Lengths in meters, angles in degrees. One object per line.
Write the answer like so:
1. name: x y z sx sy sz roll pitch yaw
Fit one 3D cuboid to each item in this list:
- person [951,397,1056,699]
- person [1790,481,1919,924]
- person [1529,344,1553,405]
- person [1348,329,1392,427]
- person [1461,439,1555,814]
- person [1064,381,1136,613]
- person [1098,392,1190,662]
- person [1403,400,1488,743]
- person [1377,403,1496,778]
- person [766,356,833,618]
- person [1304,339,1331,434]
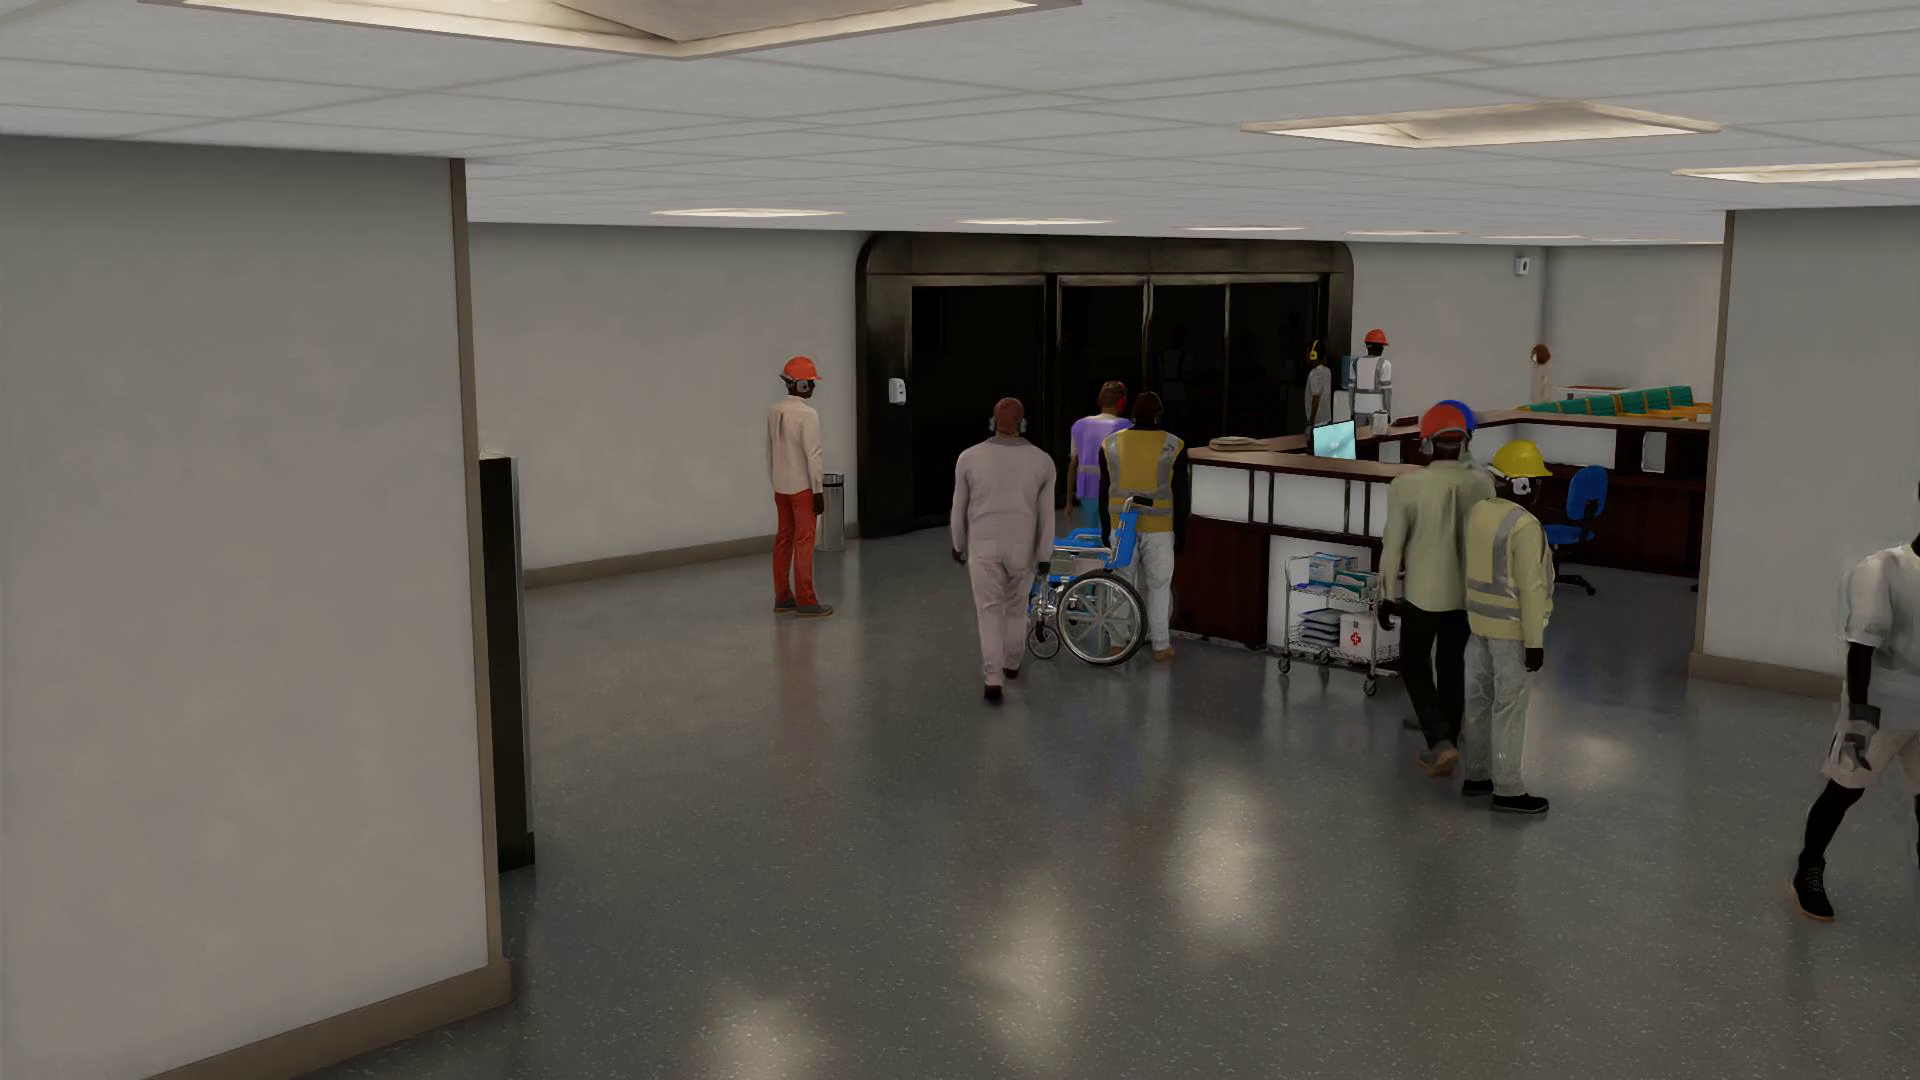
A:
1. person: 0.271 0.035 10.449 0.636 1.867 0.985 -1 9 -6
2. person: 3.649 0.657 6.453 0.699 1.917 0.999 -2 9 -10
3. person: 8.105 -1.926 23.216 0.388 1.616 0.501 -2 9 -10
4. person: 4.971 -1.575 20.099 0.552 1.930 0.373 8 12 42
5. person: 2.699 0.419 8.177 0.404 1.831 0.600 -2 9 -13
6. person: 1.149 -0.305 12.703 0.579 1.808 0.858 5 11 30
7. person: 1.248 -0.087 11.291 0.628 1.835 0.429 3 10 18
8. person: 2.790 0.179 9.366 0.452 1.936 0.635 0 9 1
9. person: 2.483 0.290 8.564 0.656 1.969 0.631 -1 9 -7
10. person: -1.230 -0.407 12.740 0.395 1.992 0.622 -8 12 -40
11. person: 3.984 -1.310 18.666 0.334 1.873 0.521 5 11 30
